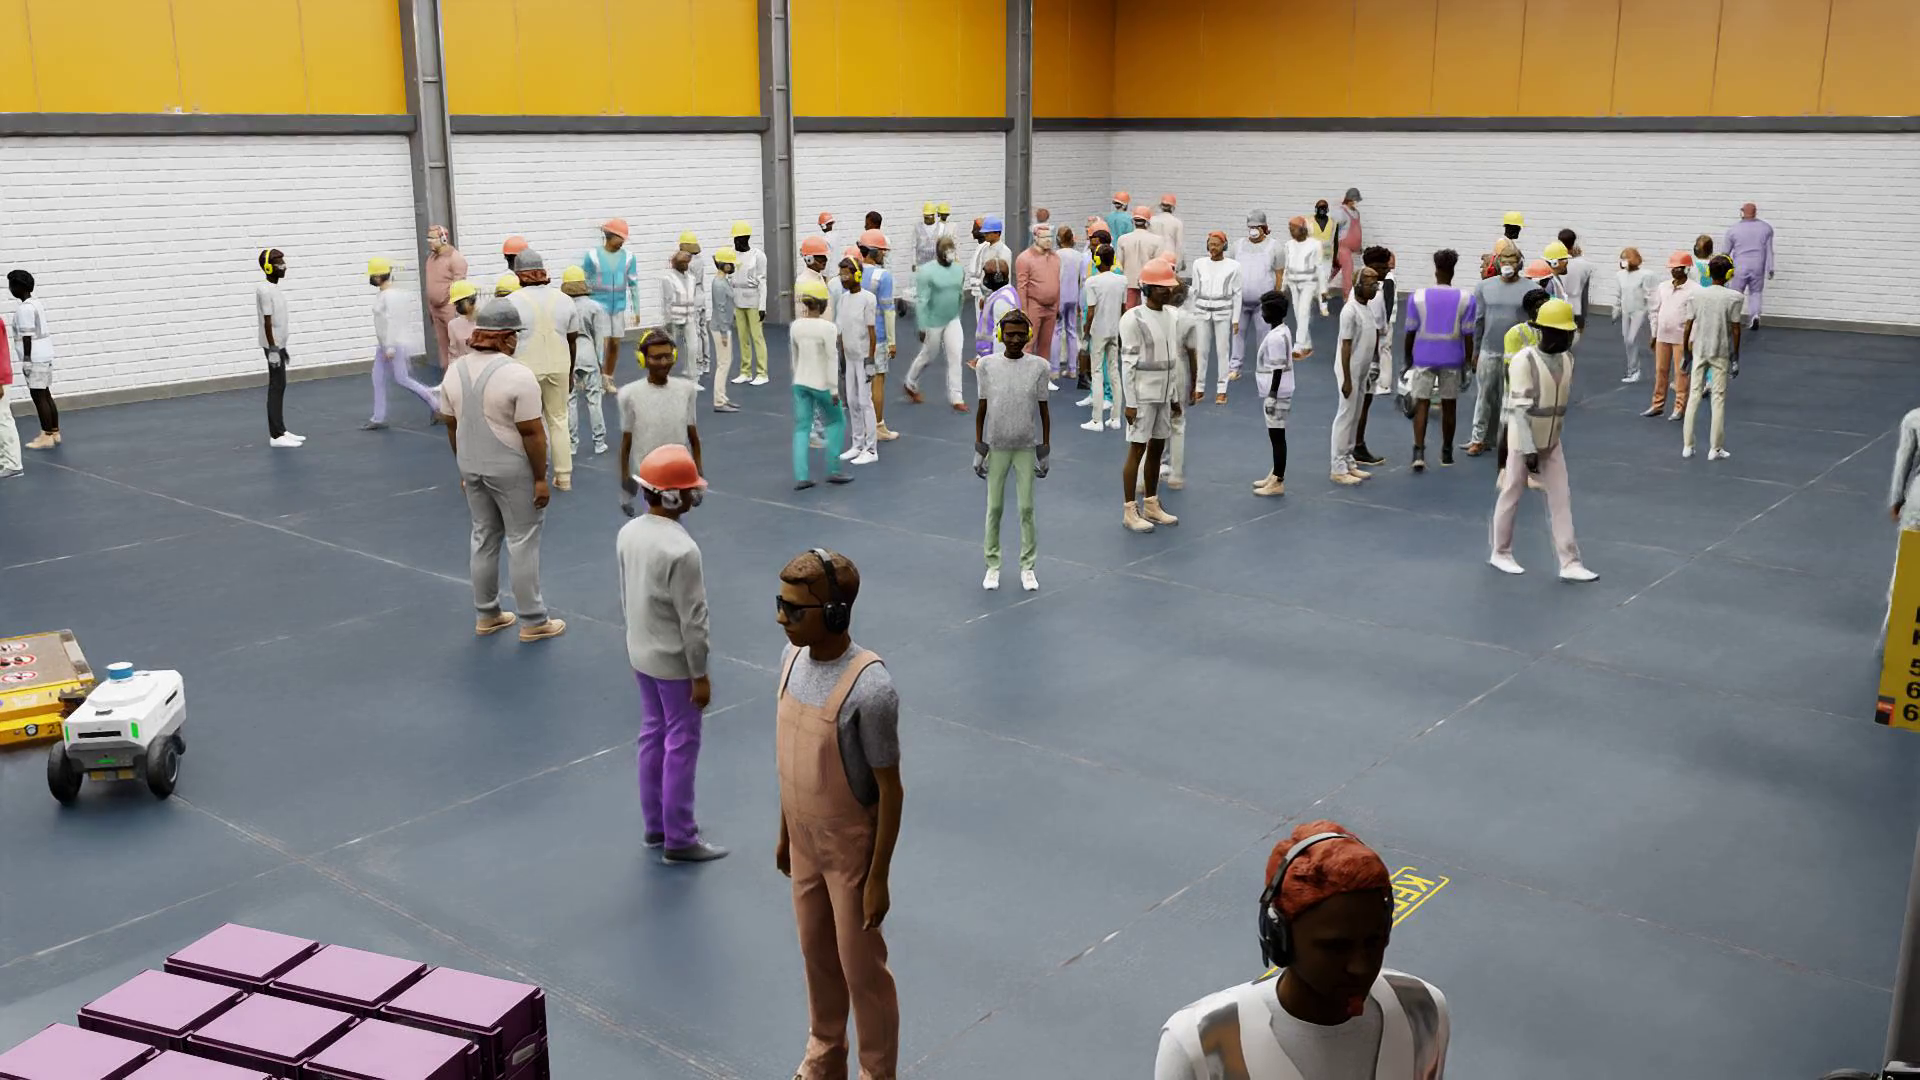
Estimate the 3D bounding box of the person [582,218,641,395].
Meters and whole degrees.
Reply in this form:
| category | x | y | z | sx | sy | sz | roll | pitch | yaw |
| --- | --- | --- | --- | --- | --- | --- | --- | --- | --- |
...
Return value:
| category | x | y | z | sx | sy | sz | roll | pitch | yaw |
| --- | --- | --- | --- | --- | --- | --- | --- | --- | --- |
| person | -3.917 | -2.604 | 18.664 | 0.624 | 1.995 | 0.613 | -9 | 17 | -31 |

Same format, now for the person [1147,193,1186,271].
| category | x | y | z | sx | sy | sz | roll | pitch | yaw |
| --- | --- | --- | --- | --- | --- | --- | --- | --- | --- |
| person | 3.180 | -4.354 | 25.692 | 0.644 | 1.980 | 0.415 | 11 | 17 | 36 |

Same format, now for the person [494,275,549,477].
| category | x | y | z | sx | sy | sz | roll | pitch | yaw |
| --- | --- | --- | --- | --- | --- | --- | --- | --- | --- |
| person | -3.817 | -1.372 | 14.232 | 0.525 | 1.759 | 0.337 | -1 | 14 | -3 |

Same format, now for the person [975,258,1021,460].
| category | x | y | z | sx | sy | sz | roll | pitch | yaw |
| --- | --- | --- | --- | --- | --- | --- | --- | --- | --- |
| person | 0.352 | -1.645 | 15.181 | 0.429 | 1.837 | 0.629 | 1 | 14 | 6 |

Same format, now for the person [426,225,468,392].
| category | x | y | z | sx | sy | sz | roll | pitch | yaw |
| --- | --- | --- | --- | --- | --- | --- | --- | --- | --- |
| person | -5.855 | -2.617 | 18.929 | 0.649 | 1.903 | 0.400 | 11 | 18 | 38 |

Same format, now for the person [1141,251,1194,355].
| category | x | y | z | sx | sy | sz | roll | pitch | yaw |
| --- | --- | --- | --- | --- | --- | --- | --- | --- | --- |
| person | 2.110 | -2.071 | 17.029 | 0.562 | 1.753 | 0.322 | -2 | 14 | -6 |

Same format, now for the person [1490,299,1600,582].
| category | x | y | z | sx | sy | sz | roll | pitch | yaw |
| --- | --- | --- | --- | --- | --- | --- | --- | --- | --- |
| person | 3.917 | -0.637 | 11.028 | 0.594 | 1.885 | 0.925 | -7 | 16 | -25 |

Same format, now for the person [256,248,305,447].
| category | x | y | z | sx | sy | sz | roll | pitch | yaw |
| --- | --- | --- | --- | --- | --- | --- | --- | --- | --- |
| person | -6.486 | -1.827 | 15.821 | 0.330 | 1.872 | 0.512 | -3 | 14 | -12 |

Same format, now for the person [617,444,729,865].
| category | x | y | z | sx | sy | sz | roll | pitch | yaw |
| --- | --- | --- | --- | --- | --- | --- | --- | --- | --- |
| person | -1.182 | 0.468 | 6.889 | 0.340 | 1.750 | 0.569 | -11 | 18 | -37 |

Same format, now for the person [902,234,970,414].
| category | x | y | z | sx | sy | sz | roll | pitch | yaw |
| --- | --- | --- | --- | --- | --- | --- | --- | --- | --- |
| person | -0.263 | -2.333 | 17.823 | 0.644 | 1.897 | 0.996 | -10 | 17 | -35 |

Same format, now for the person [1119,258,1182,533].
| category | x | y | z | sx | sy | sz | roll | pitch | yaw |
| --- | --- | --- | --- | --- | --- | --- | --- | --- | --- |
| person | 1.458 | -1.087 | 12.514 | 0.373 | 2.044 | 0.606 | 14 | 19 | 43 |

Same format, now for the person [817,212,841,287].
| category | x | y | z | sx | sy | sz | roll | pitch | yaw |
| --- | --- | --- | --- | --- | --- | --- | --- | --- | --- |
| person | -1.946 | -3.957 | 24.582 | 0.339 | 1.745 | 0.561 | 4 | 15 | 16 |

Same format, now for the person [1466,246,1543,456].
| category | x | y | z | sx | sy | sz | roll | pitch | yaw |
| --- | --- | --- | --- | --- | --- | --- | --- | --- | --- |
| person | 4.978 | -1.714 | 15.229 | 0.628 | 1.940 | 0.378 | 6 | 15 | 24 |

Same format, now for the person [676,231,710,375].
| category | x | y | z | sx | sy | sz | roll | pitch | yaw |
| --- | --- | --- | --- | --- | --- | --- | --- | --- | --- |
| person | -3.286 | -2.896 | 20.349 | 0.316 | 1.743 | 0.487 | 4 | 15 | 17 |

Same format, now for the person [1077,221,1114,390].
| category | x | y | z | sx | sy | sz | roll | pitch | yaw |
| --- | --- | --- | --- | --- | --- | --- | --- | --- | --- |
| person | 1.569 | -2.697 | 19.182 | 0.384 | 1.928 | 0.546 | 5 | 15 | 20 |

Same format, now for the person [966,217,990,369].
| category | x | y | z | sx | sy | sz | roll | pitch | yaw |
| --- | --- | --- | --- | --- | --- | --- | --- | --- | --- |
| person | 0.275 | -3.080 | 20.804 | 0.355 | 1.882 | 0.575 | -2 | 14 | -9 |

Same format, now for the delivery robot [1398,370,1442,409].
| category | x | y | z | sx | sy | sz | roll | pitch | yaw |
| --- | --- | --- | --- | --- | --- | --- | --- | --- | --- |
| delivery robot | 4.889 | -1.640 | 17.549 | 0.477 | 0.478 | 0.707 | -1 | 14 | -4 |

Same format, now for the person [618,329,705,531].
| category | x | y | z | sx | sy | sz | roll | pitch | yaw |
| --- | --- | --- | --- | --- | --- | --- | --- | --- | --- |
| person | -1.831 | -0.381 | 10.112 | 0.524 | 1.845 | 0.817 | -8 | 16 | -30 |

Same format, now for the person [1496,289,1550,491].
| category | x | y | z | sx | sy | sz | roll | pitch | yaw |
| --- | --- | --- | --- | --- | --- | --- | --- | --- | --- |
| person | 4.719 | -1.241 | 13.829 | 0.537 | 1.695 | 0.321 | -7 | 16 | -27 |

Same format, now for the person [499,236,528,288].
| category | x | y | z | sx | sy | sz | roll | pitch | yaw |
| --- | --- | --- | --- | --- | --- | --- | --- | --- | --- |
| person | -4.419 | -2.067 | 16.670 | 0.385 | 1.932 | 0.546 | -4 | 15 | -15 |

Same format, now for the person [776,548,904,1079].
| category | x | y | z | sx | sy | sz | roll | pitch | yaw |
| --- | --- | --- | --- | --- | --- | --- | --- | --- | --- |
| person | -0.372 | 0.915 | 4.911 | 0.332 | 1.844 | 0.508 | -11 | 18 | -38 |

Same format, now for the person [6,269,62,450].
| category | x | y | z | sx | sy | sz | roll | pitch | yaw |
| --- | --- | --- | --- | --- | --- | --- | --- | --- | --- |
| person | -8.747 | -1.709 | 15.724 | 0.319 | 1.686 | 0.539 | -4 | 15 | -17 |

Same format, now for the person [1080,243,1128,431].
| category | x | y | z | sx | sy | sz | roll | pitch | yaw |
| --- | --- | --- | --- | --- | --- | --- | --- | --- | --- |
| person | 1.430 | -2.017 | 16.595 | 0.533 | 1.864 | 0.315 | -8 | 16 | -29 |

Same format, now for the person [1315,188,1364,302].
| category | x | y | z | sx | sy | sz | roll | pitch | yaw |
| --- | --- | --- | --- | --- | --- | --- | --- | --- | --- |
| person | 6.550 | -5.139 | 28.710 | 0.953 | 2.000 | 0.709 | 9 | 17 | 32 |

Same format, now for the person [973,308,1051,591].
| category | x | y | z | sx | sy | sz | roll | pitch | yaw |
| --- | --- | --- | --- | --- | --- | --- | --- | --- | --- |
| person | 0.340 | -0.586 | 10.893 | 0.510 | 1.860 | 0.333 | 1 | 14 | 2 |

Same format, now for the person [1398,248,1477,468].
| category | x | y | z | sx | sy | sz | roll | pitch | yaw |
| --- | --- | --- | --- | --- | --- | --- | --- | --- | --- |
| person | 4.236 | -1.600 | 14.750 | 0.630 | 1.974 | 0.417 | 4 | 14 | 14 |

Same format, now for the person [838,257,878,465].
| category | x | y | z | sx | sy | sz | roll | pitch | yaw |
| --- | --- | --- | --- | --- | --- | --- | --- | --- | --- |
| person | -0.938 | -1.615 | 15.012 | 0.347 | 1.855 | 0.531 | -11 | 18 | -37 |

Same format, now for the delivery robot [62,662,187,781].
| category | x | y | z | sx | sy | sz | roll | pitch | yaw |
| --- | --- | --- | --- | --- | --- | --- | --- | --- | --- |
| delivery robot | -3.885 | 0.812 | 7.752 | 0.477 | 0.478 | 0.707 | -2 | 14 | -8 |

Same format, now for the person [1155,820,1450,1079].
| category | x | y | z | sx | sy | sz | roll | pitch | yaw |
| --- | --- | --- | --- | --- | --- | --- | --- | --- | --- |
| person | 0.599 | 1.390 | 2.940 | 0.573 | 1.882 | 0.355 | -5 | 15 | -21 |

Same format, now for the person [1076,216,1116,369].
| category | x | y | z | sx | sy | sz | roll | pitch | yaw |
| --- | --- | --- | --- | --- | --- | --- | --- | --- | --- |
| person | 1.653 | -3.037 | 20.585 | 0.409 | 1.909 | 0.639 | -6 | 15 | -22 |

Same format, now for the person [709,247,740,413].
| category | x | y | z | sx | sy | sz | roll | pitch | yaw |
| --- | --- | --- | --- | --- | --- | --- | --- | --- | --- |
| person | -2.491 | -2.229 | 17.666 | 0.341 | 1.754 | 0.533 | -1 | 14 | -4 |

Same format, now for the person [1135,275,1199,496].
| category | x | y | z | sx | sy | sz | roll | pitch | yaw |
| --- | --- | --- | --- | --- | --- | --- | --- | --- | --- |
| person | 1.679 | -1.268 | 13.711 | 0.557 | 1.812 | 0.439 | 2 | 14 | 7 |

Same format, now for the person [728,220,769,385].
| category | x | y | z | sx | sy | sz | roll | pitch | yaw |
| --- | --- | --- | --- | --- | --- | --- | --- | --- | --- |
| person | -2.509 | -2.778 | 19.532 | 0.586 | 1.920 | 0.384 | 10 | 17 | 35 |

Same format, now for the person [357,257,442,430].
| category | x | y | z | sx | sy | sz | roll | pitch | yaw |
| --- | --- | --- | --- | --- | --- | --- | --- | --- | --- |
| person | -5.645 | -1.973 | 16.680 | 0.826 | 1.736 | 0.541 | -8 | 16 | -30 |

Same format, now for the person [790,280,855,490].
| category | x | y | z | sx | sy | sz | roll | pitch | yaw |
| --- | --- | --- | --- | --- | --- | --- | --- | --- | --- |
| person | -1.157 | -1.307 | 13.993 | 0.543 | 1.743 | 0.662 | 10 | 17 | 34 |

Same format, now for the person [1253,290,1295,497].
| category | x | y | z | sx | sy | sz | roll | pitch | yaw |
| --- | --- | --- | --- | --- | --- | --- | --- | --- | --- |
| person | 2.587 | -1.203 | 13.678 | 0.322 | 1.696 | 0.532 | 3 | 14 | 14 |

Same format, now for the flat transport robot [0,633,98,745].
| category | x | y | z | sx | sy | sz | roll | pitch | yaw |
| --- | --- | --- | --- | --- | --- | --- | --- | --- | --- |
| flat transport robot | -4.966 | 0.752 | 8.756 | 0.652 | 0.197 | 1.431 | -9 | 17 | -32 |
